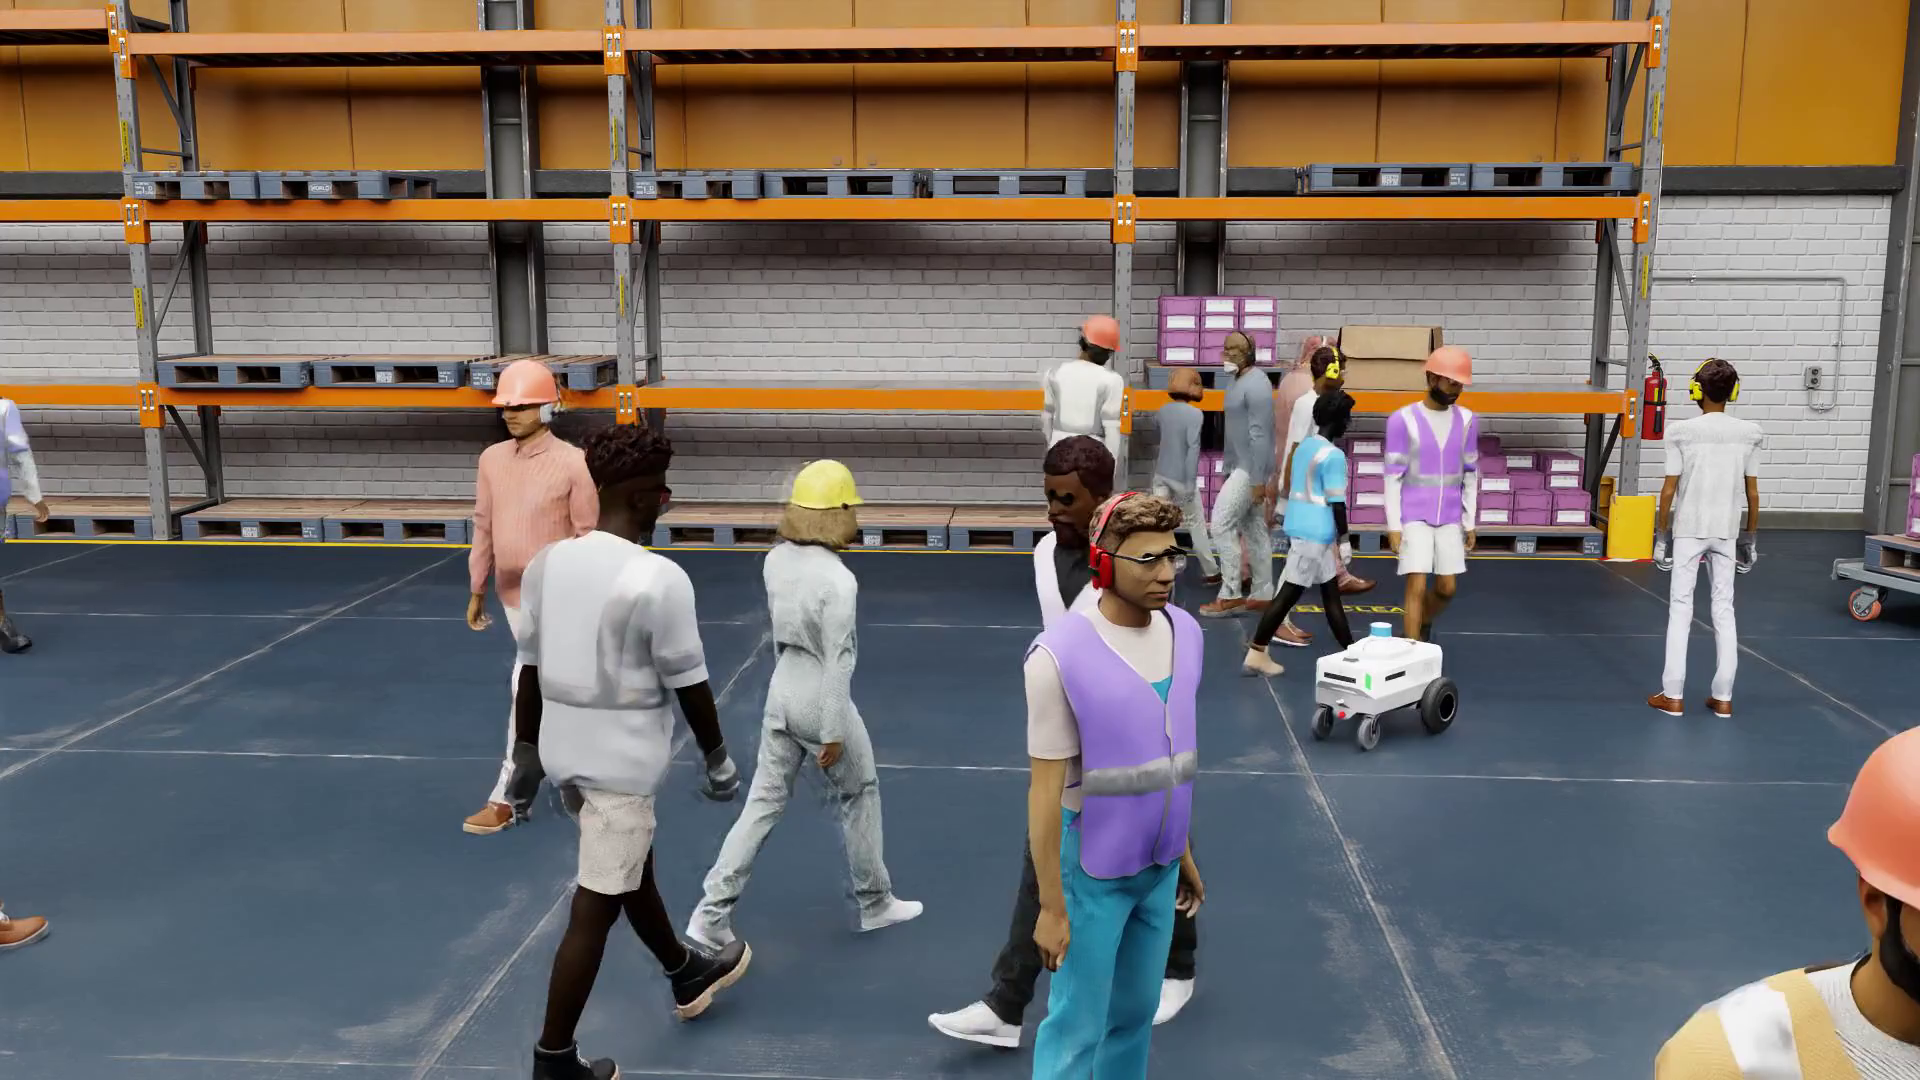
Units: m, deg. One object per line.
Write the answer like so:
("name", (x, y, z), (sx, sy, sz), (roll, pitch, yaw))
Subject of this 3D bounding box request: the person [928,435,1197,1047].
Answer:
("person", (0.386, 0.615, 4.964), (1.008, 1.853, 0.620), (-7, 12, -37))

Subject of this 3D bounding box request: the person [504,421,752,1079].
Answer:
("person", (-0.938, 0.611, 4.824), (0.614, 1.907, 0.980), (8, 13, 39))

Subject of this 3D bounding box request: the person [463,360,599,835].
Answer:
("person", (-1.815, 0.193, 7.180), (0.626, 1.954, 1.004), (5, 11, 29))

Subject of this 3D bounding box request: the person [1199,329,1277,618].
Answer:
("person", (1.797, -0.429, 10.949), (0.681, 1.900, 0.656), (0, 10, -1))

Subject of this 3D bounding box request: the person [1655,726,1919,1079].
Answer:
("person", (1.065, 1.113, 1.950), (0.562, 1.909, 0.500), (-1, 10, -3))

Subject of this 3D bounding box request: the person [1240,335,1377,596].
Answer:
("person", (2.375, -0.510, 11.625), (1.038, 1.839, 0.711), (-1, 10, -5))

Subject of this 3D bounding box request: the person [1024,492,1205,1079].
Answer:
("person", (0.361, 0.791, 3.986), (0.373, 1.840, 0.571), (9, 13, 43))

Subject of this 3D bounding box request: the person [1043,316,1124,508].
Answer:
("person", (0.866, -0.541, 11.411), (0.606, 1.967, 0.929), (3, 10, 19))

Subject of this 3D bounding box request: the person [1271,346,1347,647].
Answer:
("person", (2.133, -0.274, 10.250), (0.463, 1.828, 0.566), (3, 10, 18))

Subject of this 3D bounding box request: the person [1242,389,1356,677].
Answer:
("person", (2.005, -0.028, 9.371), (0.873, 1.634, 0.533), (0, 10, -2))

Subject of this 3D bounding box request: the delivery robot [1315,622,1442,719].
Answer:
("delivery robot", (2.086, 0.655, 8.276), (0.707, 0.478, 0.477), (-9, 13, -43))

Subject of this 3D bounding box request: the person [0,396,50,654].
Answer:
("person", (-5.981, -0.269, 10.132), (1.025, 1.886, 0.564), (7, 12, 36))

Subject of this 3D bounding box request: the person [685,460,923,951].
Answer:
("person", (-0.549, 0.572, 5.675), (0.875, 1.704, 0.496), (-9, 13, -43))

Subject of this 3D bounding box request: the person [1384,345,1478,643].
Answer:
("person", (2.589, -0.138, 9.278), (0.586, 1.905, 0.704), (-2, 10, -11))

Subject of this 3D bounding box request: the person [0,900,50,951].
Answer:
("person", (-3.484, 0.453, 5.685), (0.629, 1.940, 0.376), (8, 12, 38))

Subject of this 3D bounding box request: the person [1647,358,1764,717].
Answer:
("person", (3.863, -0.007, 8.616), (0.509, 1.860, 0.317), (1, 10, 5))

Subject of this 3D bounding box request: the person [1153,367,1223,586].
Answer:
("person", (1.610, -0.430, 11.839), (0.825, 1.590, 0.508), (-7, 12, -34))
